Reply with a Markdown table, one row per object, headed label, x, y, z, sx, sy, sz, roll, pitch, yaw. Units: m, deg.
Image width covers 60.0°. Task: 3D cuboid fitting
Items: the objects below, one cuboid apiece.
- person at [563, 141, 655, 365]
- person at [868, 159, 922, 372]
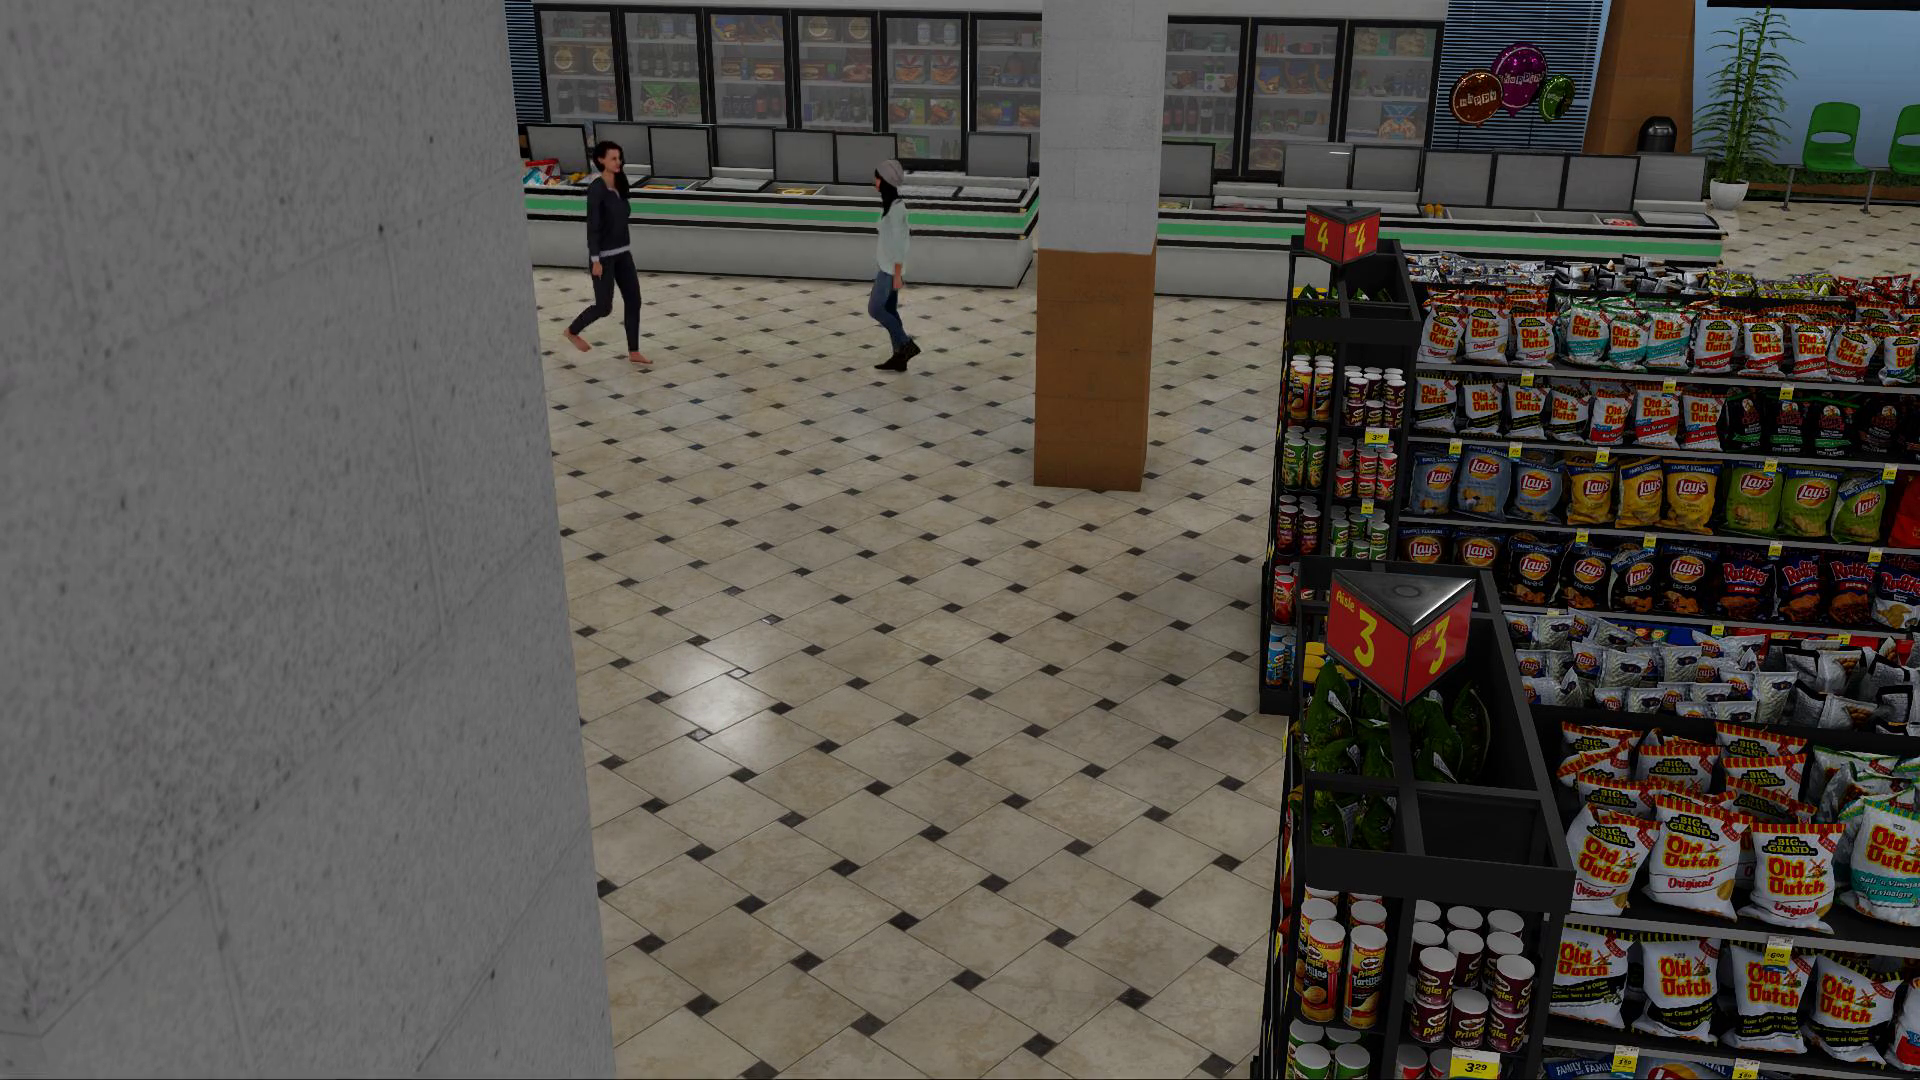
| label | x | y | z | sx | sy | sz | roll | pitch | yaw |
| --- | --- | --- | --- | --- | --- | --- | --- | --- | --- |
| person | -2.779 | -2.202 | 12.874 | 1.073 | 1.740 | 0.805 | 8 | 25 | 18 |
| person | -0.446 | -2.076 | 12.721 | 0.724 | 1.632 | 0.682 | -4 | 24 | -9 |
